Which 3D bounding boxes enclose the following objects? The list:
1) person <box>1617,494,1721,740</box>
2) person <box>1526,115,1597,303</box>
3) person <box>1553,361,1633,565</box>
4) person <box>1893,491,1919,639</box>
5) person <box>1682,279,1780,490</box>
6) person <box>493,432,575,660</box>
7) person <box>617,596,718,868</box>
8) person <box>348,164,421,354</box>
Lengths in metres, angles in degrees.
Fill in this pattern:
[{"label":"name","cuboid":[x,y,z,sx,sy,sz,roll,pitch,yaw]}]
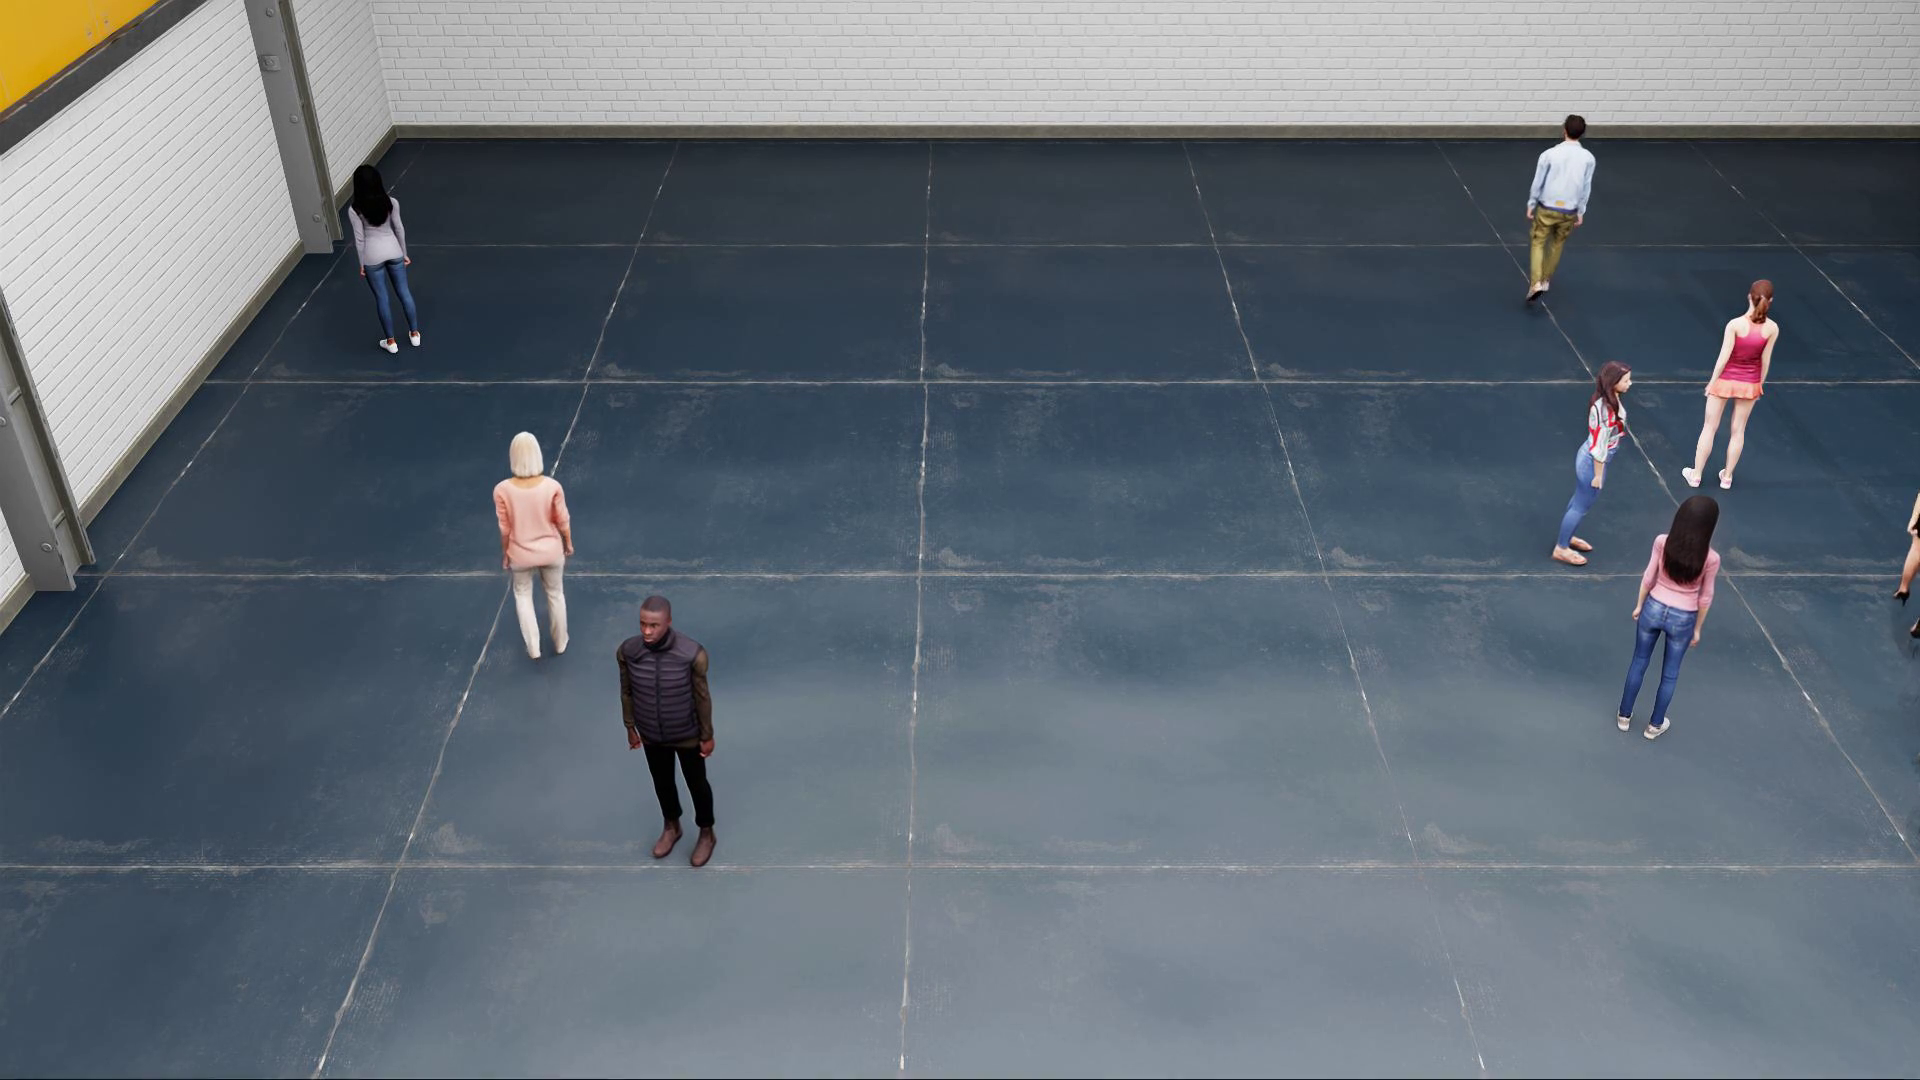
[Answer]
[{"label":"person","cuboid":[4.417,0.471,10.373,0.641,1.742,0.671,22,39,29]},{"label":"person","cuboid":[5.627,-3.091,15.686,0.808,1.791,1.094,6,34,9]},{"label":"person","cuboid":[4.597,-0.579,12.071,0.708,1.612,0.570,12,36,18]},{"label":"person","cuboid":[6.692,-0.074,11.300,0.834,1.624,1.077,15,36,21]},{"label":"person","cuboid":[6.005,-1.206,12.886,0.589,1.753,0.580,4,34,6]},{"label":"person","cuboid":[-2.797,0.087,10.969,0.690,1.721,0.671,-8,34,-11]},{"label":"person","cuboid":[-1.617,1.065,9.394,0.717,1.836,0.628,5,34,8]},{"label":"person","cuboid":[-5.157,-2.518,14.875,0.688,1.736,0.716,-23,40,-30]}]
